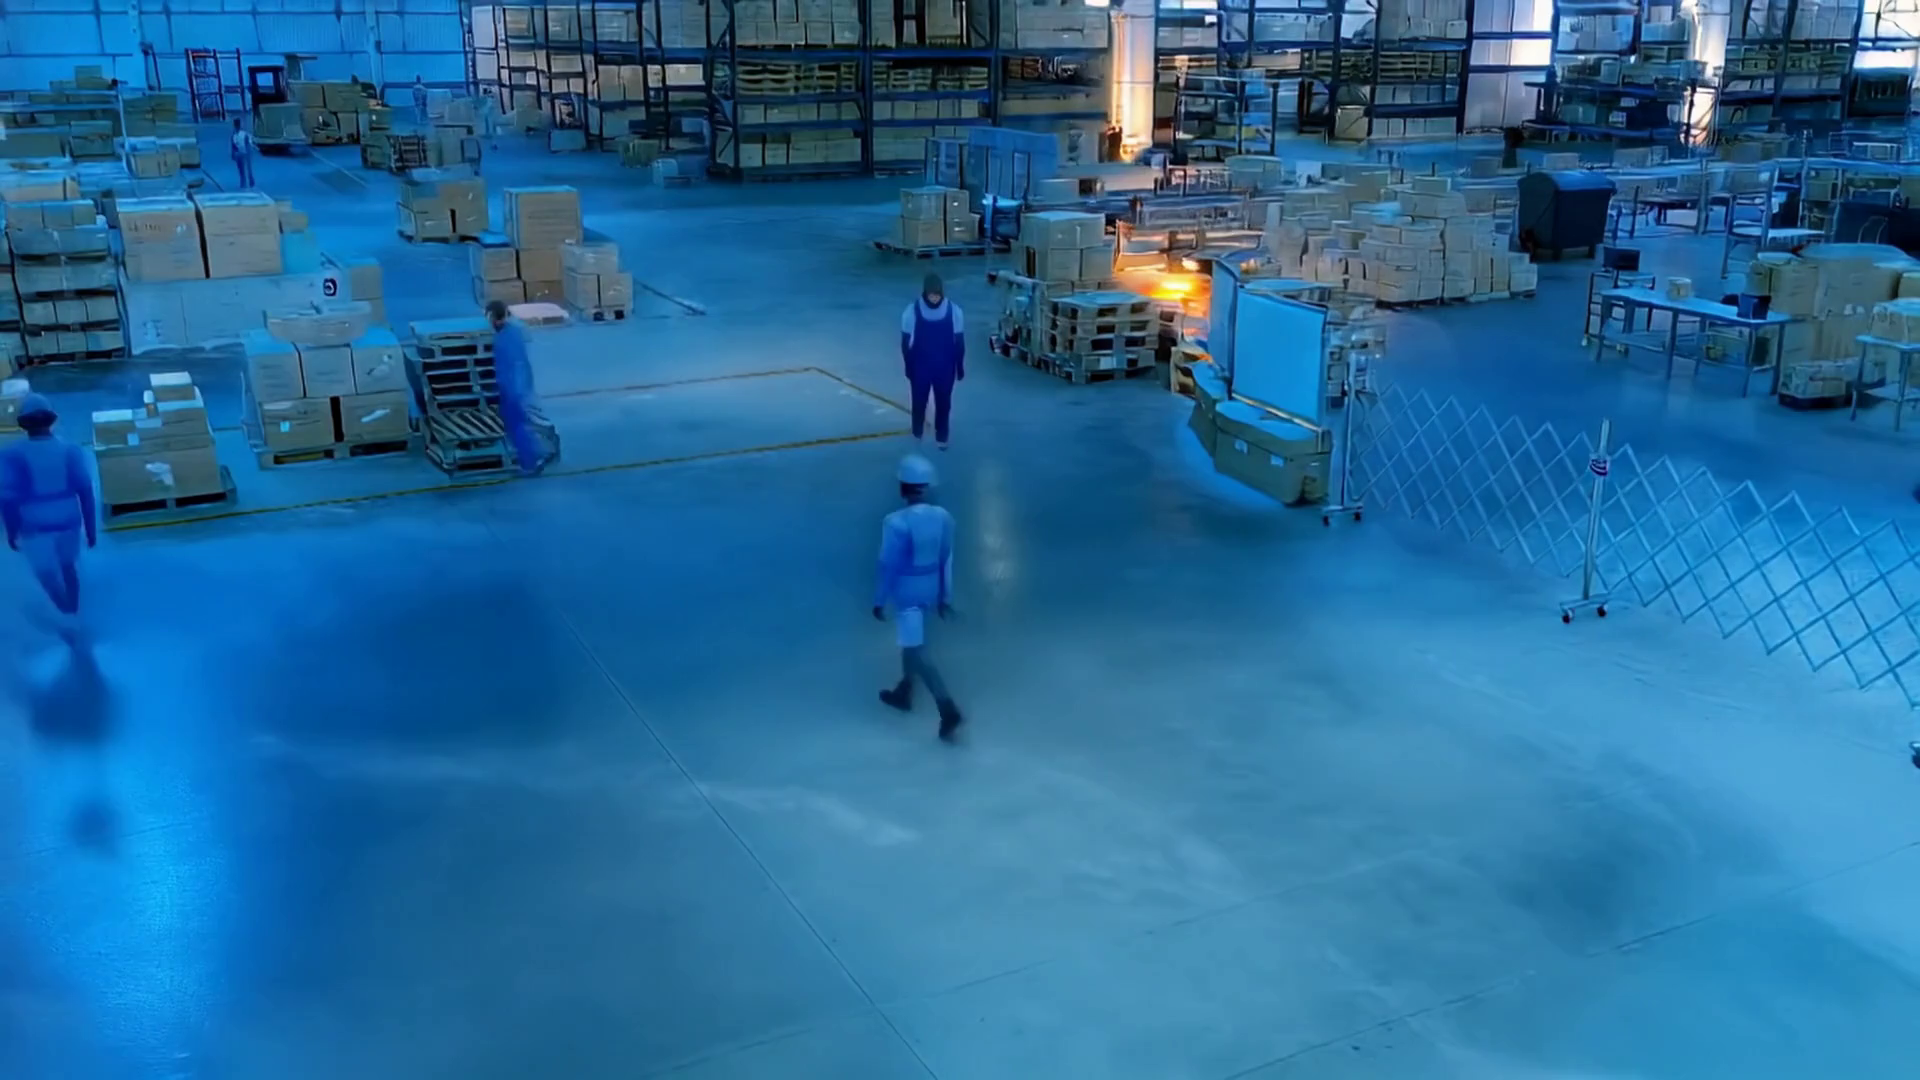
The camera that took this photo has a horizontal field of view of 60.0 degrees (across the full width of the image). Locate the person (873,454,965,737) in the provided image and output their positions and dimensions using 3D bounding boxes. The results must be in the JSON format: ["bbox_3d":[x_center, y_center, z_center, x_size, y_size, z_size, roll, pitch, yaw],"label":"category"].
[{"bbox_3d":[-0.253,0.369,11.281,0.542,1.902,0.925,-15,23,-39],"label":"person"}]

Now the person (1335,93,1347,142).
[{"bbox_3d":[13.843,-15.401,60.676,0.654,1.742,0.548,-5,19,-16],"label":"person"}]

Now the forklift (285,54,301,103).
[{"bbox_3d":[-28.193,-19.170,70.598,1.873,2.768,1.129,-9,20,-26],"label":"forklift"}]

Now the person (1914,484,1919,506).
[{"bbox_3d":[9.607,-1.121,16.132,0.552,1.750,0.365,-4,18,-13],"label":"person"}]

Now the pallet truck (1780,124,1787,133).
[{"bbox_3d":[25.206,-12.542,52.601,1.601,1.201,0.680,0,18,-2],"label":"pallet truck"}]

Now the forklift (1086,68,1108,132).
[{"bbox_3d":[4.534,-14.169,55.007,1.873,2.768,1.129,-9,20,-26],"label":"forklift"}]

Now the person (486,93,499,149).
[{"bbox_3d":[-16.292,-14.593,57.911,0.405,1.903,0.636,-4,18,-12],"label":"person"}]

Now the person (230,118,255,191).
[{"bbox_3d":[-19.282,-10.344,44.658,0.584,1.908,0.388,7,19,21],"label":"person"}]

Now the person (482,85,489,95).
[{"bbox_3d":[-20.013,-18.465,70.487,0.876,1.592,0.536,-11,21,-31],"label":"person"}]

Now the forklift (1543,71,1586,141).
[{"bbox_3d":[18.685,-13.231,52.085,1.873,2.768,1.129,-9,20,-26],"label":"forklift"}]

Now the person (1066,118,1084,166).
[{"bbox_3d":[3.360,-11.424,48.370,0.653,1.681,0.528,-9,20,-27],"label":"person"}]

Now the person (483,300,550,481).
[{"bbox_3d":[-4.640,-1.540,17.205,0.444,1.915,0.636,-9,20,-25],"label":"person"}]

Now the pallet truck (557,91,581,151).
[{"bbox_3d":[-13.495,-14.412,57.188,0.823,1.965,1.885,-3,18,-9],"label":"pallet truck"}]

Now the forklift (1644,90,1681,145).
[{"bbox_3d":[24.330,-14.864,57.174,1.873,2.768,1.129,-9,20,-26],"label":"forklift"}]

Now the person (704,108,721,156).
[{"bbox_3d":[-7.170,-11.631,48.638,0.581,1.920,0.534,13,22,35],"label":"person"}]

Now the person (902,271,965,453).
[{"bbox_3d":[-0.278,-1.955,18.283,0.688,2.000,0.536,-2,18,-6],"label":"person"}]

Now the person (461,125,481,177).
[{"bbox_3d":[-13.392,-10.527,45.600,0.534,1.670,0.782,-2,18,-5],"label":"person"}]

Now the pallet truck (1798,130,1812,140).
[{"bbox_3d":[25.526,-11.556,49.408,1.630,1.274,0.653,-9,20,-26],"label":"pallet truck"}]

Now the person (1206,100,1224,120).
[{"bbox_3d":[9.748,-16.476,63.845,0.667,1.852,0.992,10,20,28],"label":"person"}]

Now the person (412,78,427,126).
[{"bbox_3d":[-22.539,-18.278,69.335,0.366,1.938,0.630,6,19,17],"label":"person"}]

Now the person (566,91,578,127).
[{"bbox_3d":[-13.746,-14.877,58.725,0.653,1.938,0.643,-16,24,-40],"label":"person"}]

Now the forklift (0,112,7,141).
[{"bbox_3d":[-35.930,-15.857,60.270,1.873,2.768,1.129,2,18,6],"label":"forklift"}]

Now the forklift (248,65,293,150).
[{"bbox_3d":[-23.973,-14.996,57.585,1.129,2.768,1.873,-9,20,-27],"label":"forklift"}]

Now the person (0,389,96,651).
[{"bbox_3d":[-6.891,-0.137,12.656,0.819,2.024,0.618,17,24,42],"label":"person"}]
